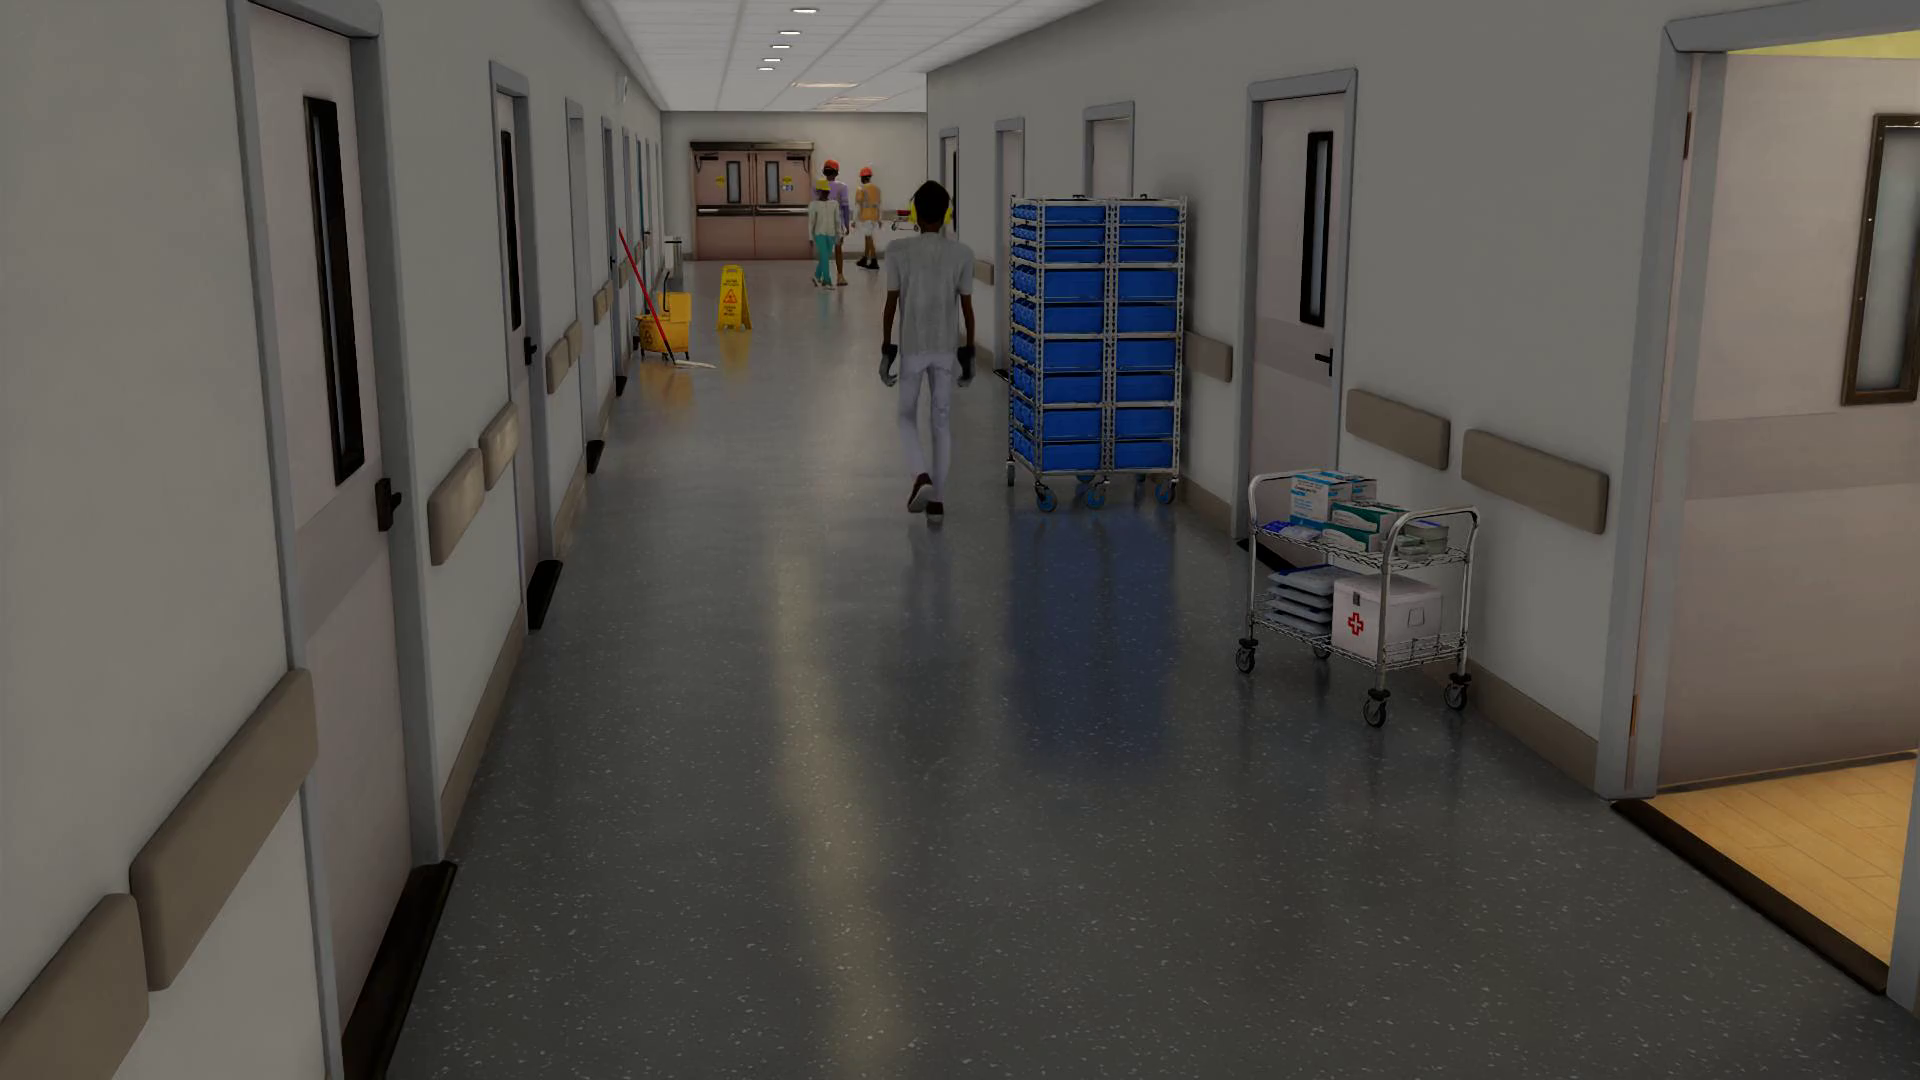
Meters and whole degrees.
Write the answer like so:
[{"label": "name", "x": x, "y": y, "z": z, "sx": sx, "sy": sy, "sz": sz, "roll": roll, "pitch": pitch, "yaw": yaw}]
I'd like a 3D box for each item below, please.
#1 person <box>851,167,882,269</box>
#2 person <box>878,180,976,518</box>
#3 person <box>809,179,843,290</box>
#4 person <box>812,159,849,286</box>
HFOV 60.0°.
[{"label": "person", "x": -1.818, "y": -6.113, "z": 31.593, "sx": 0.567, "sy": 1.899, "sz": 0.883, "roll": -12, "pitch": 17, "yaw": -43}, {"label": "person", "x": -0.176, "y": -1.026, "z": 9.120, "sx": 0.553, "sy": 1.854, "sz": 0.438, "roll": -2, "pitch": 13, "yaw": -8}, {"label": "person", "x": -2.180, "y": -4.866, "z": 26.462, "sx": 0.520, "sy": 1.730, "sz": 0.871, "roll": -8, "pitch": 15, "yaw": -32}, {"label": "person", "x": -2.095, "y": -5.168, "z": 27.095, "sx": 0.615, "sy": 2.041, "sz": 0.392, "roll": 2, "pitch": 13, "yaw": 8}]
